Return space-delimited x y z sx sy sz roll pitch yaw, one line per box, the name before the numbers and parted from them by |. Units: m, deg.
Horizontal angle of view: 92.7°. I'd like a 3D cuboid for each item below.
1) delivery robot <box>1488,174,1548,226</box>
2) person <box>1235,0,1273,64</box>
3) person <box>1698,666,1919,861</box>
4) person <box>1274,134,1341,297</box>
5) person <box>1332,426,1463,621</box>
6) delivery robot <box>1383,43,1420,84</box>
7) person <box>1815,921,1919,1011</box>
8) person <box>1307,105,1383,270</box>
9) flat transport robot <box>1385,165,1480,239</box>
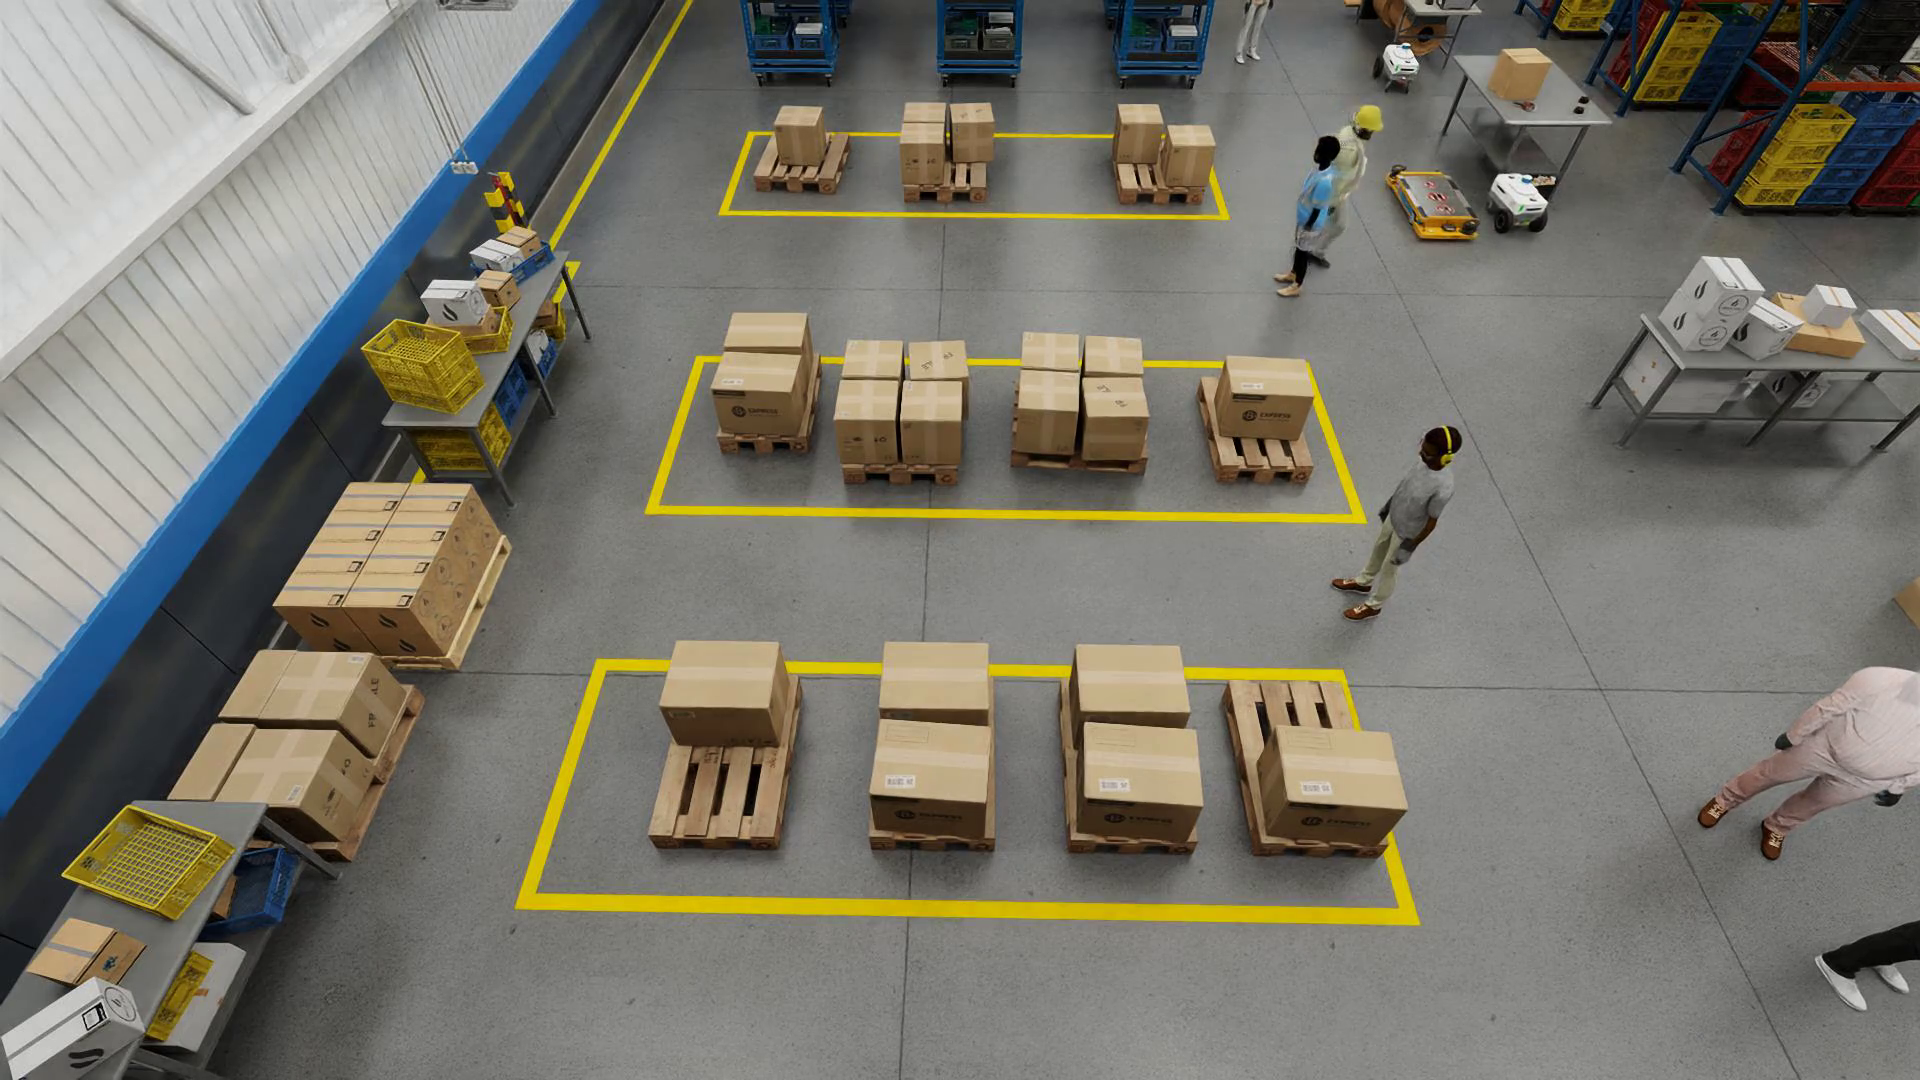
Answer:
delivery robot | 6.558 -4.036 10.763 0.477 0.478 0.707 -3 49 -3
person | 4.393 -7.927 13.473 0.517 1.645 0.307 -20 52 -17
person | 5.167 1.283 5.329 0.638 1.911 0.406 30 56 24
person | 3.602 -3.324 9.456 0.317 1.693 0.561 9 50 8
person | 3.144 -0.097 6.558 0.328 1.859 0.518 1 49 1
delivery robot | 6.376 -6.918 13.256 0.477 0.478 0.707 3 49 3
person | 5.343 1.962 4.745 0.585 1.910 0.389 -12 50 -10
person | 4.034 -3.730 9.731 0.495 1.804 0.628 7 50 6
flat transport robot | 5.692 -4.094 11.059 0.652 0.197 1.431 1 49 1
